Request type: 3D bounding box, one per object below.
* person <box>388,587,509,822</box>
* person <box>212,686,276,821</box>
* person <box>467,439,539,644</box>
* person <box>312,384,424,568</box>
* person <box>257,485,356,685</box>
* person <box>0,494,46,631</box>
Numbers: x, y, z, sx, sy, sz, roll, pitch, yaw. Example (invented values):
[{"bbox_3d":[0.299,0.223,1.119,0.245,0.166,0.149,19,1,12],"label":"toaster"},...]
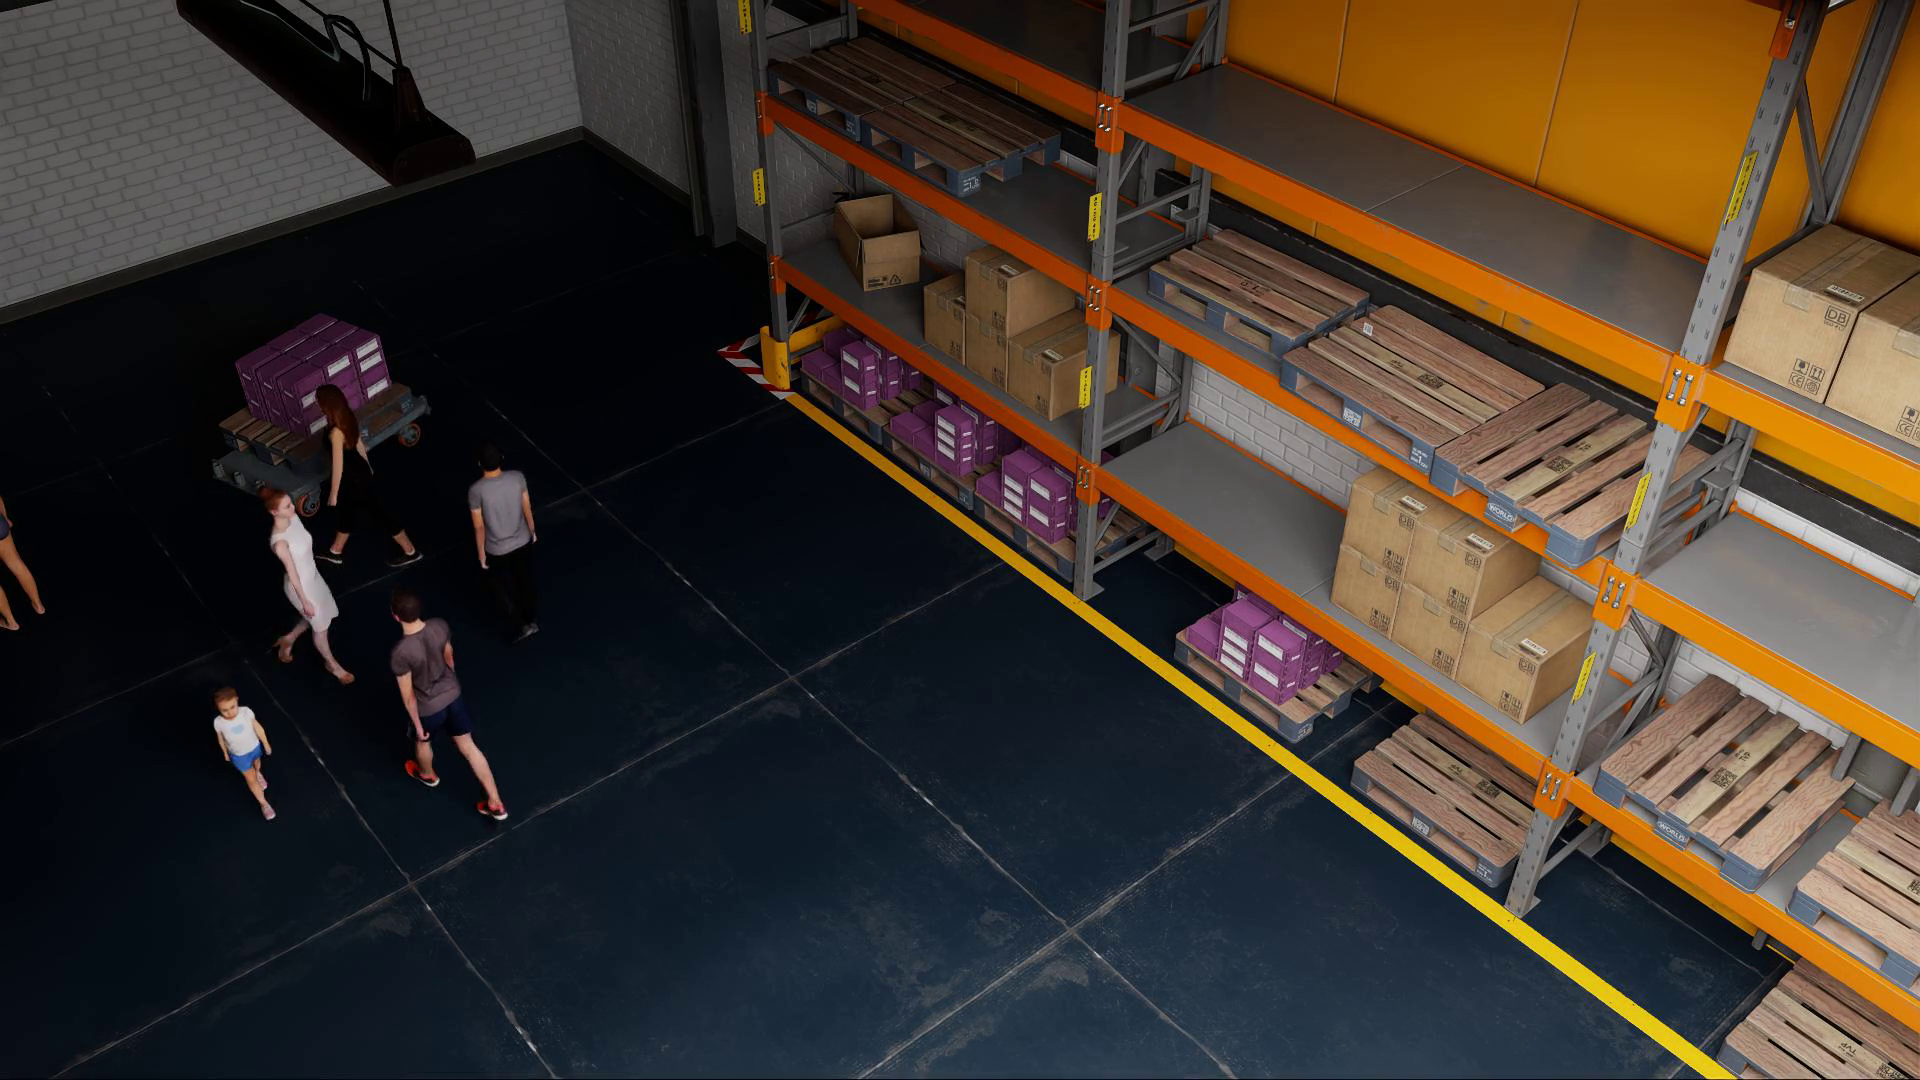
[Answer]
[{"bbox_3d":[-3.290,1.089,10.663,1.261,1.806,0.862,24,44,27],"label":"person"},{"bbox_3d":[-4.741,1.334,11.005,0.465,0.997,0.724,-23,44,-26],"label":"person"},{"bbox_3d":[-3.247,0.053,12.013,0.626,1.741,0.716,-27,46,-30],"label":"person"},{"bbox_3d":[-4.512,-0.456,12.688,1.012,1.694,1.110,-6,39,-7],"label":"person"},{"bbox_3d":[-4.658,0.347,11.613,0.881,1.780,0.842,0,39,0],"label":"person"},{"bbox_3d":[-7.175,-0.080,12.185,0.590,1.734,0.636,24,44,27],"label":"person"}]
